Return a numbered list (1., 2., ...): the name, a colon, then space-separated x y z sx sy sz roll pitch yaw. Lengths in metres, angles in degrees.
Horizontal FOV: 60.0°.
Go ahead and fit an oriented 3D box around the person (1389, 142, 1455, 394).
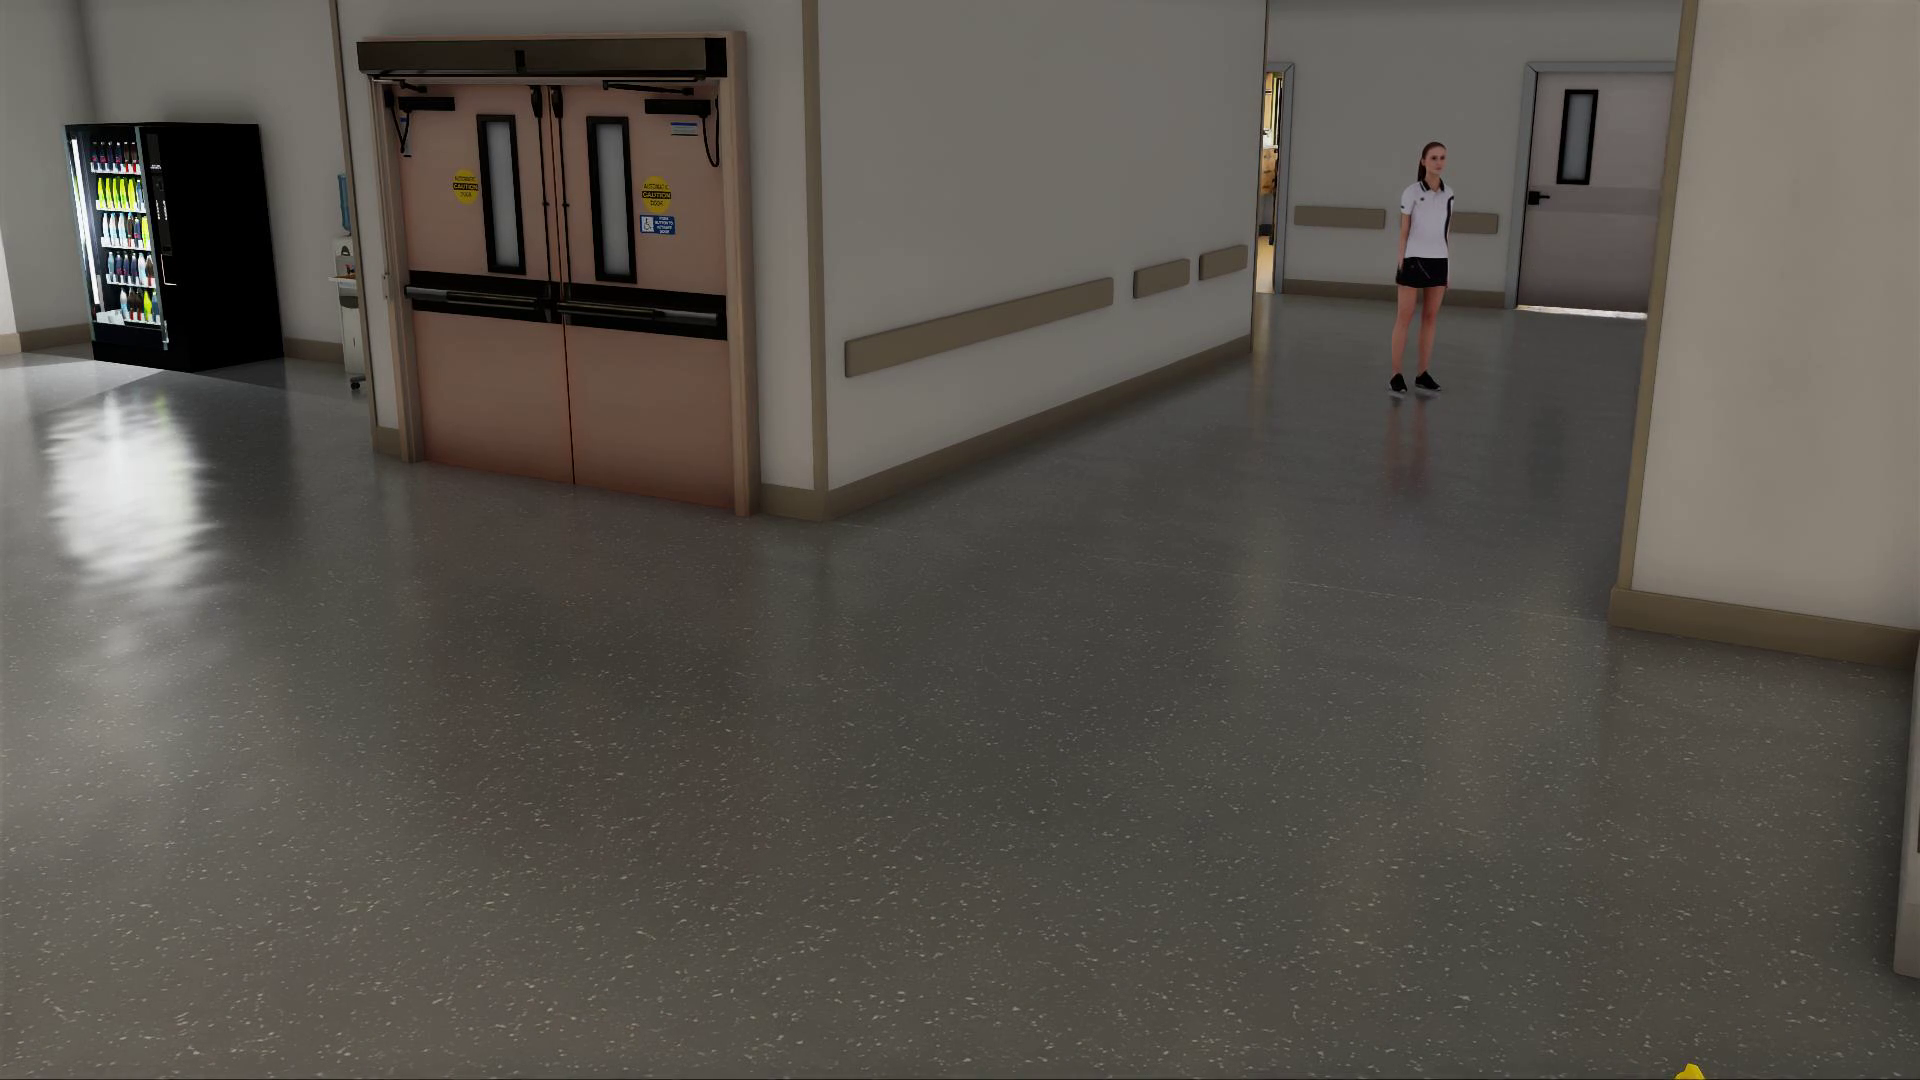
1. person: 3.292 -1.934 11.828 0.667 1.752 0.730 -3 16 -12
